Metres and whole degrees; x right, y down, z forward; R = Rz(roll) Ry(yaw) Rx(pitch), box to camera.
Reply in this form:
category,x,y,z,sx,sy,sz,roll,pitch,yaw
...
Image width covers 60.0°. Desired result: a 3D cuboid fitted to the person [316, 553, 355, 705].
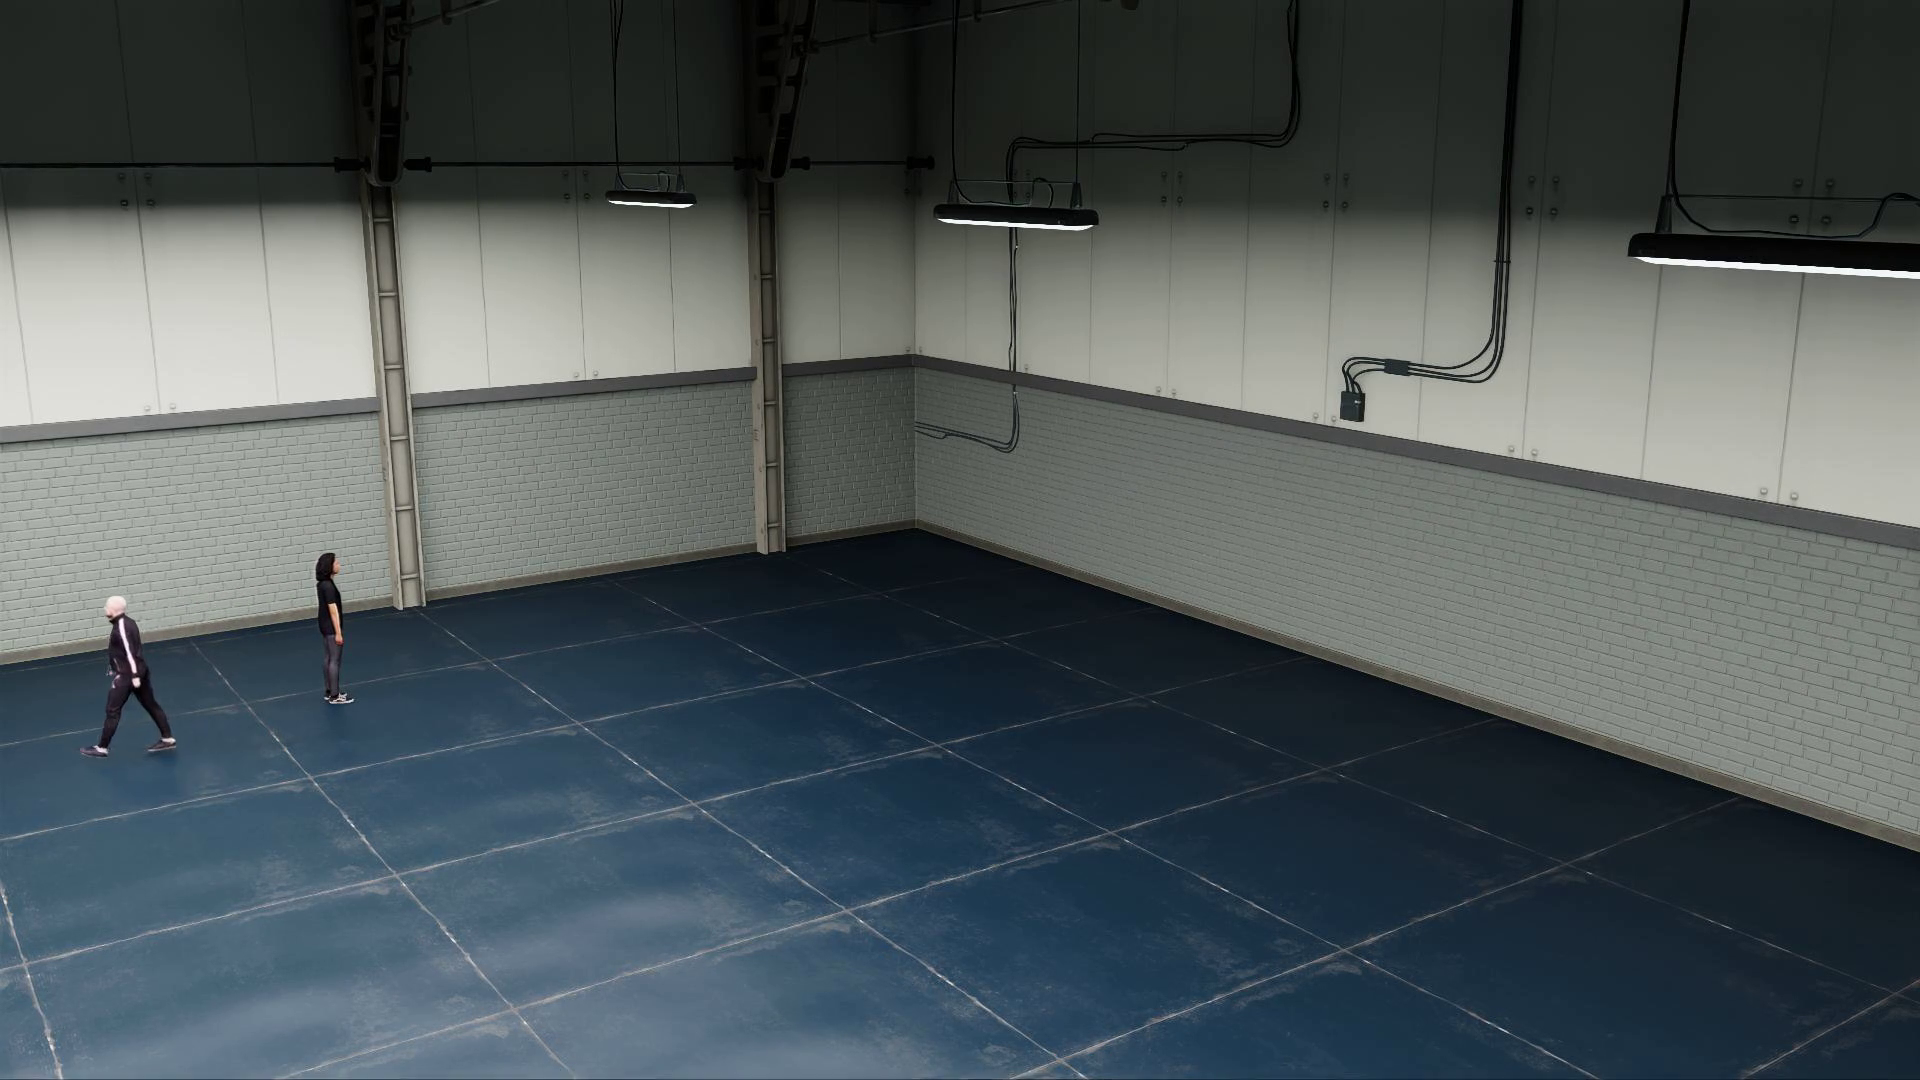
category,x,y,z,sx,sy,sz,roll,pitch,yaw
person,-7.543,1.037,19.934,0.497,1.834,0.633,-9,16,-34

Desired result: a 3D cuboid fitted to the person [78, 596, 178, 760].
category,x,y,z,sx,sy,sz,roll,pitch,yaw
person,-8.892,1.494,18.056,1.251,1.790,0.926,-4,14,-16
